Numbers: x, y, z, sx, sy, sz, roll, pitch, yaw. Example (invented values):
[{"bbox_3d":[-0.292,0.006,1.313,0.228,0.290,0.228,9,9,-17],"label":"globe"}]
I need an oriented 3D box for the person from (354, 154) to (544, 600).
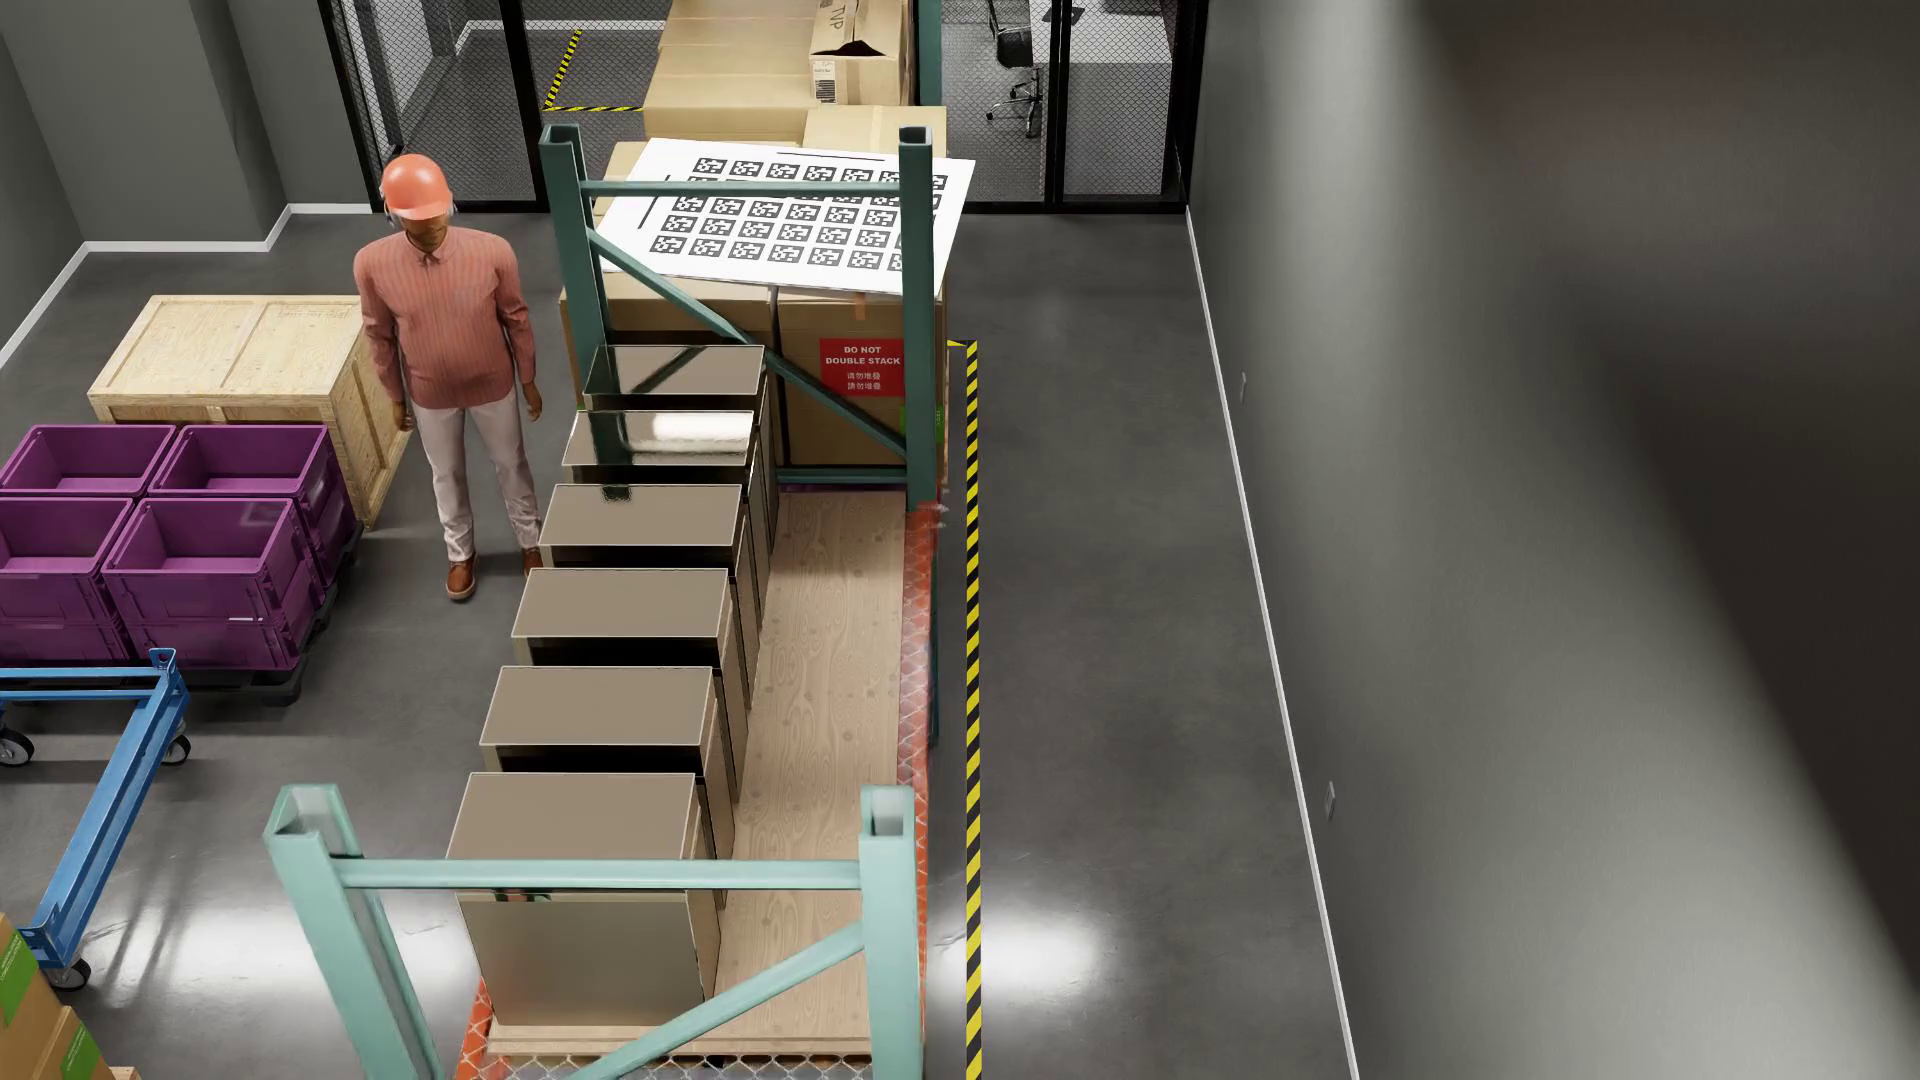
[{"bbox_3d":[-1.959,-0.613,6.543,0.612,1.996,0.386,-8,42,-9],"label":"person"}]
